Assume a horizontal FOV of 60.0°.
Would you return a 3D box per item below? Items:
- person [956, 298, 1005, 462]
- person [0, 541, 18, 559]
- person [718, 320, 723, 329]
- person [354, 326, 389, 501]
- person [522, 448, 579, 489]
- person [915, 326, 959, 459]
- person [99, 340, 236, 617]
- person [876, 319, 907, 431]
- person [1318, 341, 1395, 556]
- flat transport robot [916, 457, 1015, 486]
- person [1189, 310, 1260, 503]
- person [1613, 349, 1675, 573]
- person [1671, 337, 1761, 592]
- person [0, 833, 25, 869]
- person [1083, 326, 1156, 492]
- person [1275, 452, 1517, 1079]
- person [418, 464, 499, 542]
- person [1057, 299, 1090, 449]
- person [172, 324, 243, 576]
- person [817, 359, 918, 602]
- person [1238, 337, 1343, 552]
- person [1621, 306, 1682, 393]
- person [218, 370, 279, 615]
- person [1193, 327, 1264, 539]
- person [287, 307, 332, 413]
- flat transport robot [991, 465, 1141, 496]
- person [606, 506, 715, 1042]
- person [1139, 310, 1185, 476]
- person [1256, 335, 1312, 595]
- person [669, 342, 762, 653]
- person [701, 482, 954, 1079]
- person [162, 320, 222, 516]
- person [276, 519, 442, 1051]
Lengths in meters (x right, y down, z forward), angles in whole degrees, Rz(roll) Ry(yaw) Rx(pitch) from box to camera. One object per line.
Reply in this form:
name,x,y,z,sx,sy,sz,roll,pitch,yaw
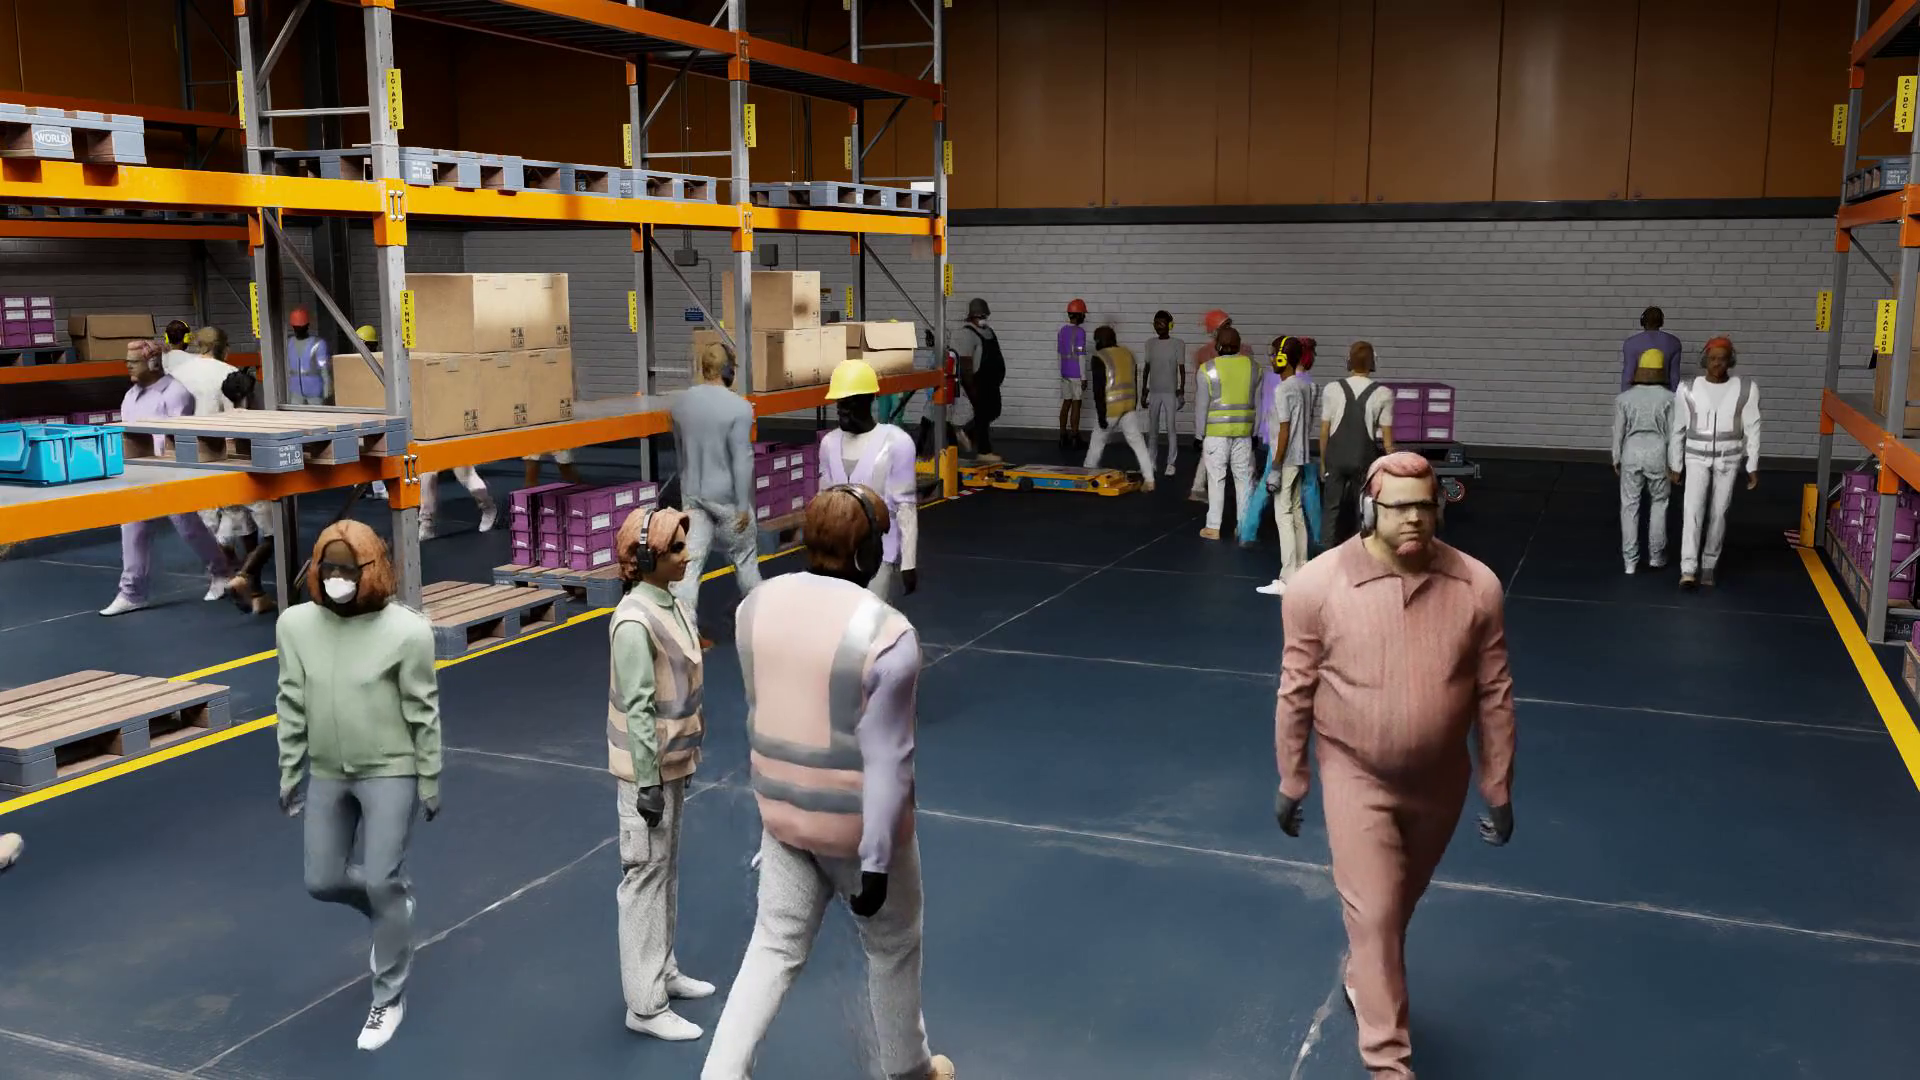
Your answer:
person,0.220,-1.945,20.029,0.664,2.000,0.721,4,10,25
person,-7.957,-0.693,13.028,0.584,1.856,0.892,8,12,39
person,-2.659,-1.609,18.869,0.559,1.746,0.569,8,12,40
person,-5.975,-1.281,16.834,0.533,1.767,0.325,4,10,24
person,-3.704,-1.024,14.968,0.548,1.880,1.021,3,10,17
person,-0.377,-1.659,19.415,0.822,1.658,0.543,-1,9,-7
person,-5.510,-0.453,11.507,0.636,1.871,0.956,4,10,22
person,-0.842,-1.795,20.052,0.392,1.743,0.563,-9,13,-43
person,2.846,-0.512,11.993,0.576,1.823,0.443,3,10,16
flat transport robot,-0.136,-0.760,18.195,1.431,0.197,0.652,6,11,33
person,2.657,-1.308,16.532,0.651,1.934,0.631,5,11,29
person,5.362,-0.624,12.961,0.507,1.717,0.711,6,11,32
person,5.455,-0.530,12.037,0.586,1.833,0.981,4,10,23
person,-3.988,0.355,6.167,0.642,2.009,0.908,5,10,26
person,1.645,-1.373,17.527,0.640,1.744,1.126,-8,12,-39
person,1.250,0.668,4.764,0.659,1.860,0.980,-1,9,-5
person,-4.436,-0.942,14.494,0.643,1.863,0.953,4,10,21
person,1.497,-2.150,21.581,0.370,1.935,0.552,-5,11,-30
person,-5.703,-0.682,12.738,0.643,1.918,0.433,2,10,13
person,-0.487,0.058,8.288,0.609,1.908,0.410,8,12,39
person,2.733,-0.780,13.761,1.014,1.789,0.565,-6,11,-31
person,7.406,-1.542,17.892,0.635,1.937,0.353,0,9,-3
person,-4.801,-0.294,11.127,0.582,1.669,0.532,3,10,17
person,2.313,-0.922,14.431,0.619,1.845,0.430,-2,10,-12
person,-7.591,-1.776,19.459,0.552,1.902,0.853,0,9,3
flat transport robot,1.112,-0.639,17.461,1.431,0.197,0.652,5,10,26
person,-0.938,0.709,5.155,0.308,1.641,0.517,0,9,0
person,2.296,-1.661,18.830,0.534,1.868,0.309,5,11,27
person,2.355,-0.533,11.999,0.310,1.866,0.534,6,11,33
person,-1.451,-0.268,10.286,0.654,1.891,0.979,5,11,29
person,-0.379,0.751,4.415,0.620,1.811,0.878,7,11,35
person,-7.253,-1.123,15.584,0.508,1.865,0.328,0,9,1
person,-1.824,0.716,5.165,0.506,1.615,0.499,1,9,7
